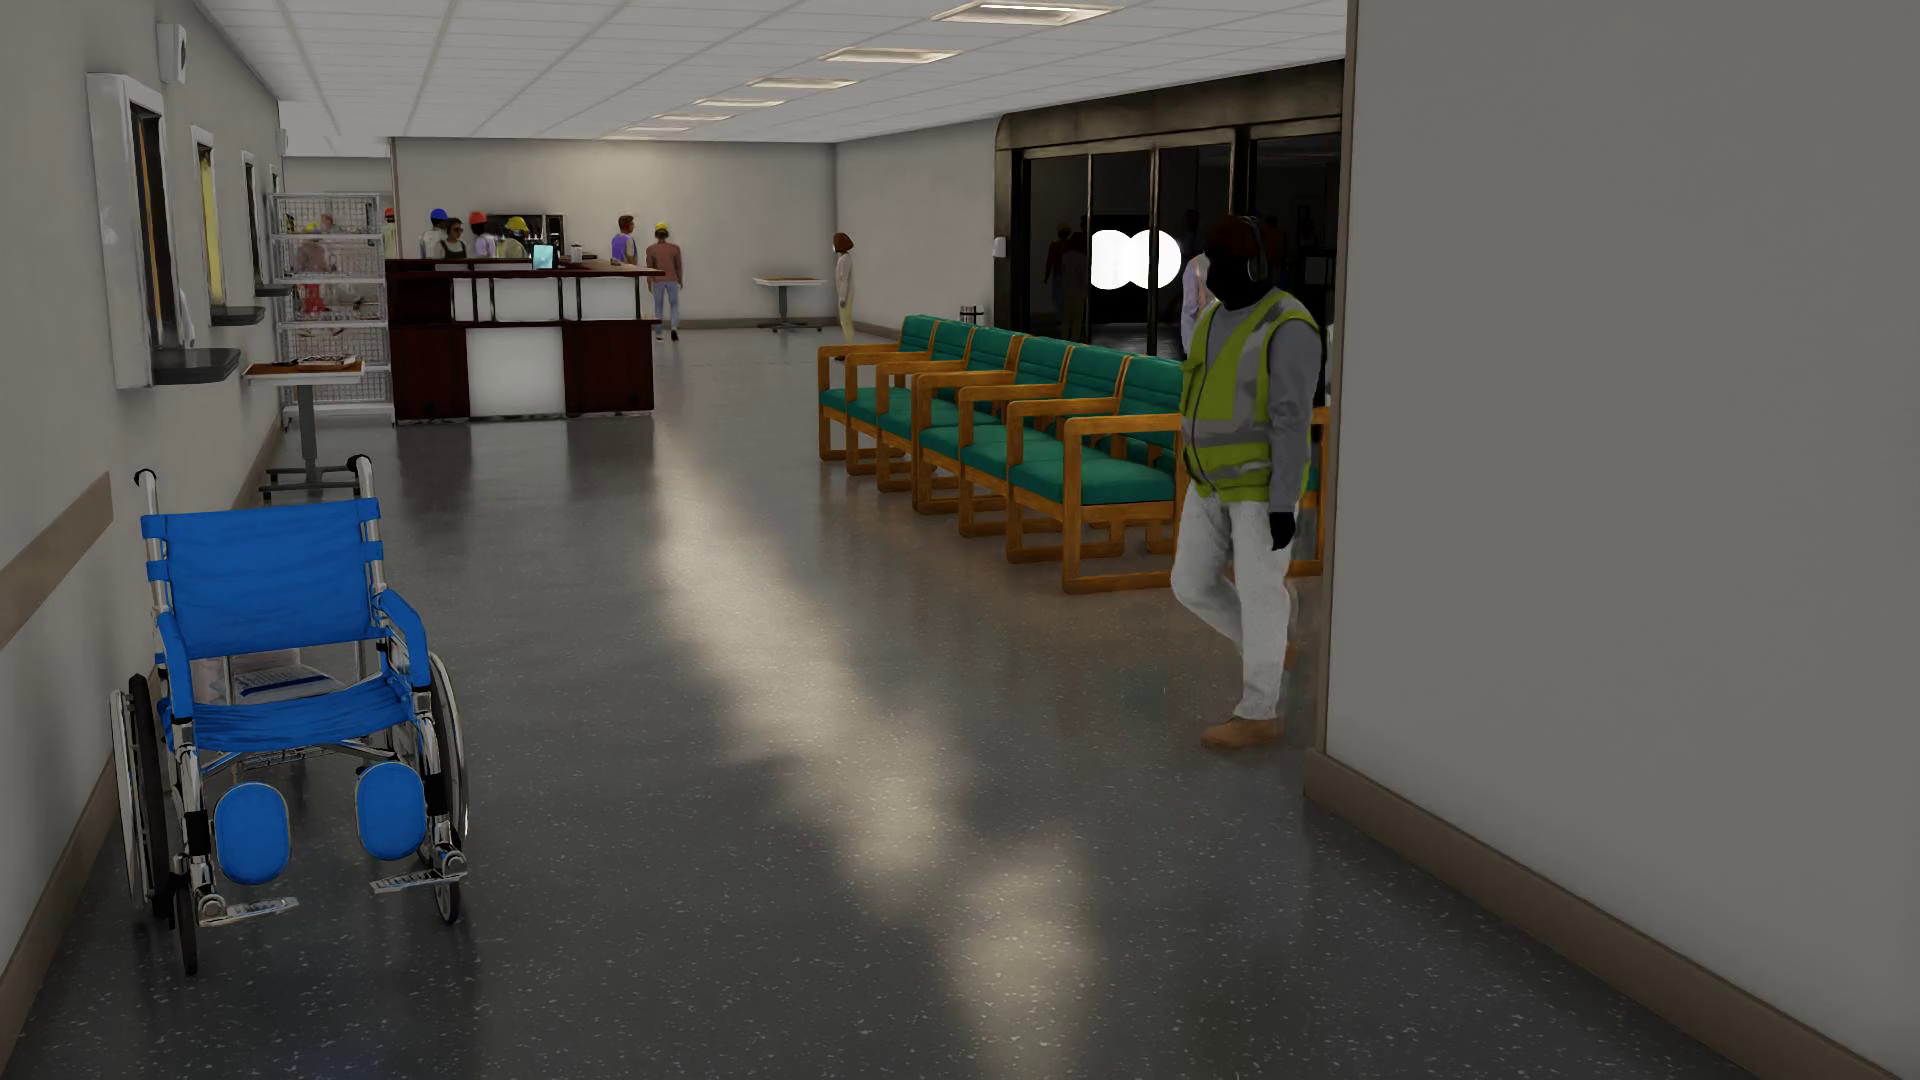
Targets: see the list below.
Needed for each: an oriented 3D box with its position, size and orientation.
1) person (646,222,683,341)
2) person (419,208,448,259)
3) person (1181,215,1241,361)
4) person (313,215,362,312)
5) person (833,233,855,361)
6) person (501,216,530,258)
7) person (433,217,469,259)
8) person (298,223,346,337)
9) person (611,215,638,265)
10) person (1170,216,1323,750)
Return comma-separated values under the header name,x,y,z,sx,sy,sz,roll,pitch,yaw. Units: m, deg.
name,x,y,z,sx,sy,sz,roll,pitch,yaw
person,-4.371,-3.821,24.614,0.539,1.749,0.620,-2,11,-9
person,-7.737,-3.951,24.775,0.602,1.940,0.402,4,12,21
person,1.852,-1.331,11.595,0.634,1.839,0.429,-2,11,-9
person,-12.070,-5.355,32.136,0.848,1.881,0.639,-10,15,-41
person,-1.475,-3.090,21.183,0.285,1.627,0.504,0,11,0
person,-5.867,-3.368,22.070,0.403,1.830,0.595,-6,13,-28
person,-6.598,-3.262,21.539,0.667,1.823,0.534,10,15,42
person,-9.704,-3.925,25.188,0.922,1.708,0.537,3,11,15
person,-4.954,-3.872,24.614,0.388,1.847,0.563,-9,14,-38
person,0.997,-0.183,5.720,0.492,1.829,0.641,-6,12,-27
